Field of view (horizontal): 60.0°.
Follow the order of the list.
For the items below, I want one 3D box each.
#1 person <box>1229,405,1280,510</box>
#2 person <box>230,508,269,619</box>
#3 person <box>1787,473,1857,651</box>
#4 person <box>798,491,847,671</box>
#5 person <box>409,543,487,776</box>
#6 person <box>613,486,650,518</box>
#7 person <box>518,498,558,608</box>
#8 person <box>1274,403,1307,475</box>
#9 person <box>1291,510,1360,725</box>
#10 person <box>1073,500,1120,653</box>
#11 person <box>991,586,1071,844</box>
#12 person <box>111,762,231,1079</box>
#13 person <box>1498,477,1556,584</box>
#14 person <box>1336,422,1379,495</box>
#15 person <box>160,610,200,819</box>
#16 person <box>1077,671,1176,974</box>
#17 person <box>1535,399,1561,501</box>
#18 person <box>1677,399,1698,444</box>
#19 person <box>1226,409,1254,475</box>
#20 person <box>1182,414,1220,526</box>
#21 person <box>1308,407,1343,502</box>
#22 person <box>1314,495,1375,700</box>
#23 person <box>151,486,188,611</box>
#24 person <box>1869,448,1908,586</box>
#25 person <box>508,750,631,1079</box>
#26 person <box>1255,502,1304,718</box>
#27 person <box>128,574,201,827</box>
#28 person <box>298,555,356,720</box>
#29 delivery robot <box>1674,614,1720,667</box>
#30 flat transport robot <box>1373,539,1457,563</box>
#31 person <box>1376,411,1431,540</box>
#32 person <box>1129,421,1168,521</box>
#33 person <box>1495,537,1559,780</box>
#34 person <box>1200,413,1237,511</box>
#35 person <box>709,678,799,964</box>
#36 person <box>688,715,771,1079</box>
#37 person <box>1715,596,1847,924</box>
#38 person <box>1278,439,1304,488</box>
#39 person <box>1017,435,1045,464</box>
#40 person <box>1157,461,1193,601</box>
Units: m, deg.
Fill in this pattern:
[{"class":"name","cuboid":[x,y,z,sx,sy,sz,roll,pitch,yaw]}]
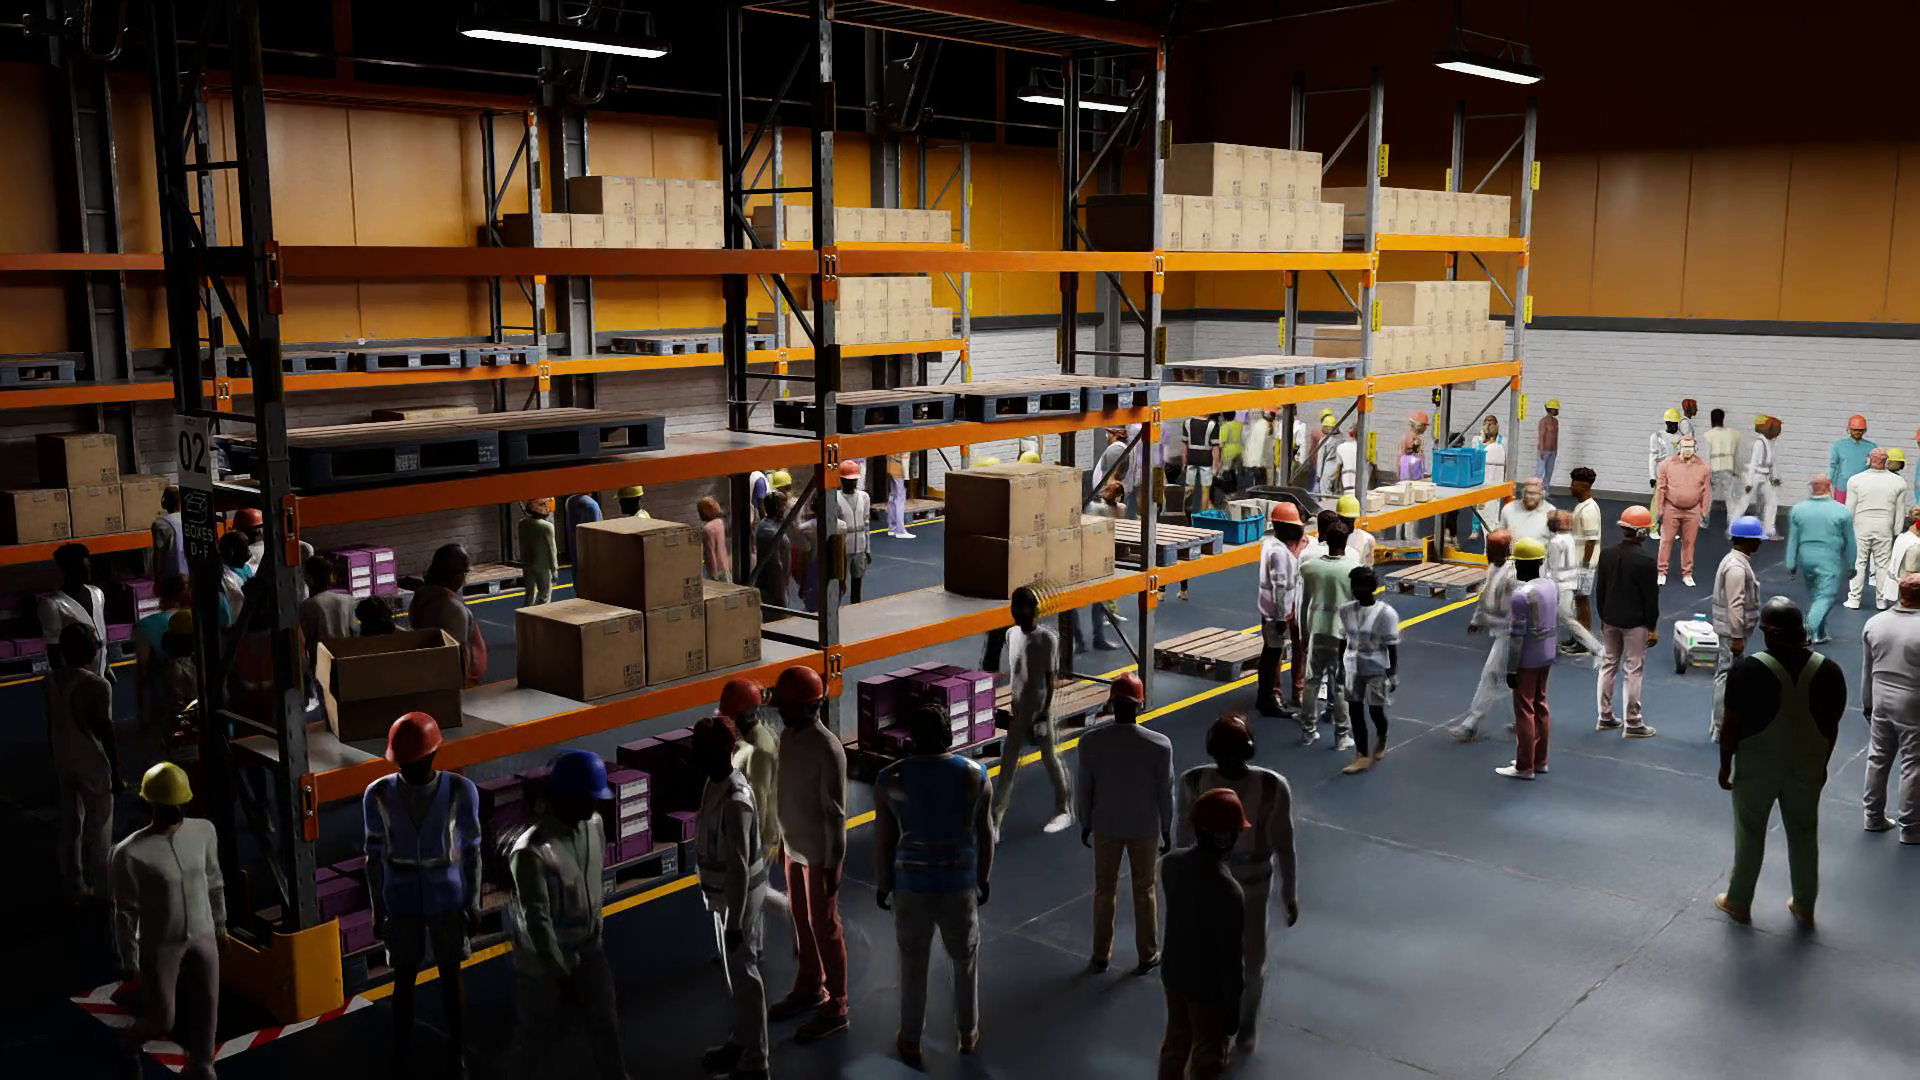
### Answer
[{"class":"person","cuboid":[4.549,-1.174,25.534,0.668,1.969,0.624,1,10,6]},{"class":"person","cuboid":[-6.204,0.660,14.691,0.386,1.929,0.543,4,10,22]},{"class":"person","cuboid":[9.017,0.233,17.432,0.890,1.863,0.644,-7,12,-35]},{"class":"person","cuboid":[-1.358,0.409,16.421,0.515,1.844,0.333,-5,11,-28]},{"class":"person","cuboid":[-3.767,1.003,12.298,0.536,2.000,0.686,-9,13,-42]},{"class":"person","cuboid":[-3.234,0.342,16.629,0.408,1.918,0.584,-2,10,-12]},{"class":"person","cuboid":[-4.468,0.314,17.655,0.503,1.624,0.293,5,11,29]},{"class":"person","cuboid":[5.193,-1.248,26.228,0.358,1.880,0.575,-9,13,-43]},{"class":"person","cuboid":[3.212,0.686,14.604,0.598,1.906,0.414,-3,10,-19]},{"class":"person","cuboid":[1.278,0.261,17.281,0.771,1.857,0.365,0,10,1]},{"class":"person","cuboid":[0.469,1.227,11.627,0.538,1.822,0.991,8,13,41]},{"class":"person","cuboid":[-3.764,1.885,7.904,0.611,1.746,0.533,6,11,32]},{"class":"person","cuboid":[5.840,0.274,17.121,0.678,1.883,0.522,6,11,32]},{"class":"person","cuboid":[5.608,-0.758,23.470,0.579,1.814,0.791,3,10,18]},{"class":"person","cuboid":[-5.231,1.324,11.301,0.330,1.735,0.489,-2,10,-10]},{"class":"person","cuboid":[0.951,1.612,9.527,0.571,1.748,0.339,2,10,11]},{"class":"person","cuboid":[9.975,-1.512,28.168,0.527,1.758,0.343,-7,12,-37]},{"class":"person","cuboid":[11.625,-1.323,26.657,0.356,1.883,0.574,3,10,17]},{"class":"person","cuboid":[5.291,-1.997,31.458,0.529,1.623,0.596,3,10,15]},{"class":"person","cuboid":[3.694,-1.191,25.439,0.617,2.029,0.409,6,11,30]},{"class":"person","cuboid":[5.836,-1.231,26.510,0.563,1.753,0.380,3,10,20]},{"class":"person","cuboid":[3.555,0.531,15.452,0.585,1.928,0.366,0,10,-2]},{"class":"person","cuboid":[-7.835,0.373,16.686,0.357,1.835,0.516,7,12,37]},{"class":"person","cuboid":[11.665,-0.286,20.880,0.295,1.743,0.493,8,12,40]},{"class":"person","cuboid":[-1.761,1.876,7.561,0.925,1.886,0.601,5,11,29]},{"class":"person","cuboid":[2.862,0.618,14.912,0.374,1.934,0.548,0,10,3]},{"class":"person","cuboid":[-5.694,1.161,12.057,0.448,1.804,0.686,9,13,42]},{"class":"person","cuboid":[-4.805,1.042,12.770,0.878,1.856,0.546,7,12,38]},{"class":"delivery robot","cuboid":[7.360,0.983,16.564,0.477,0.478,0.707,2,10,11]},{"class":"flat transport robot","cuboid":[6.123,0.146,22.684,1.431,0.197,0.652,-2,10,-10]},{"class":"person","cuboid":[6.365,-0.863,23.690,0.668,1.954,0.647,6,11,31]},{"class":"person","cuboid":[2.893,-1.157,25.298,0.640,2.014,0.818,-3,10,-15]},{"class":"person","cuboid":[4.477,0.928,13.125,0.582,1.919,0.393,-8,13,-41]},{"class":"person","cuboid":[4.192,-1.288,27.045,0.499,1.678,0.554,-2,10,-12]},{"class":"person","cuboid":[-1.141,1.617,9.551,0.553,1.725,0.572,-3,10,-19]},{"class":"person","cuboid":[-1.138,1.773,8.202,0.360,1.876,0.576,-3,10,-16]},{"class":"person","cuboid":[5.047,1.335,10.312,0.704,2.000,0.536,1,10,7]},{"class":"person","cuboid":[4.333,-0.470,21.931,0.341,1.760,0.525,8,13,41]},{"class":"person","cuboid":[1.184,-1.420,27.378,0.397,1.835,0.566,-7,12,-36]},{"class":"person","cuboid":[2.538,-0.103,19.957,0.533,1.690,0.322,-2,10,-11]}]
